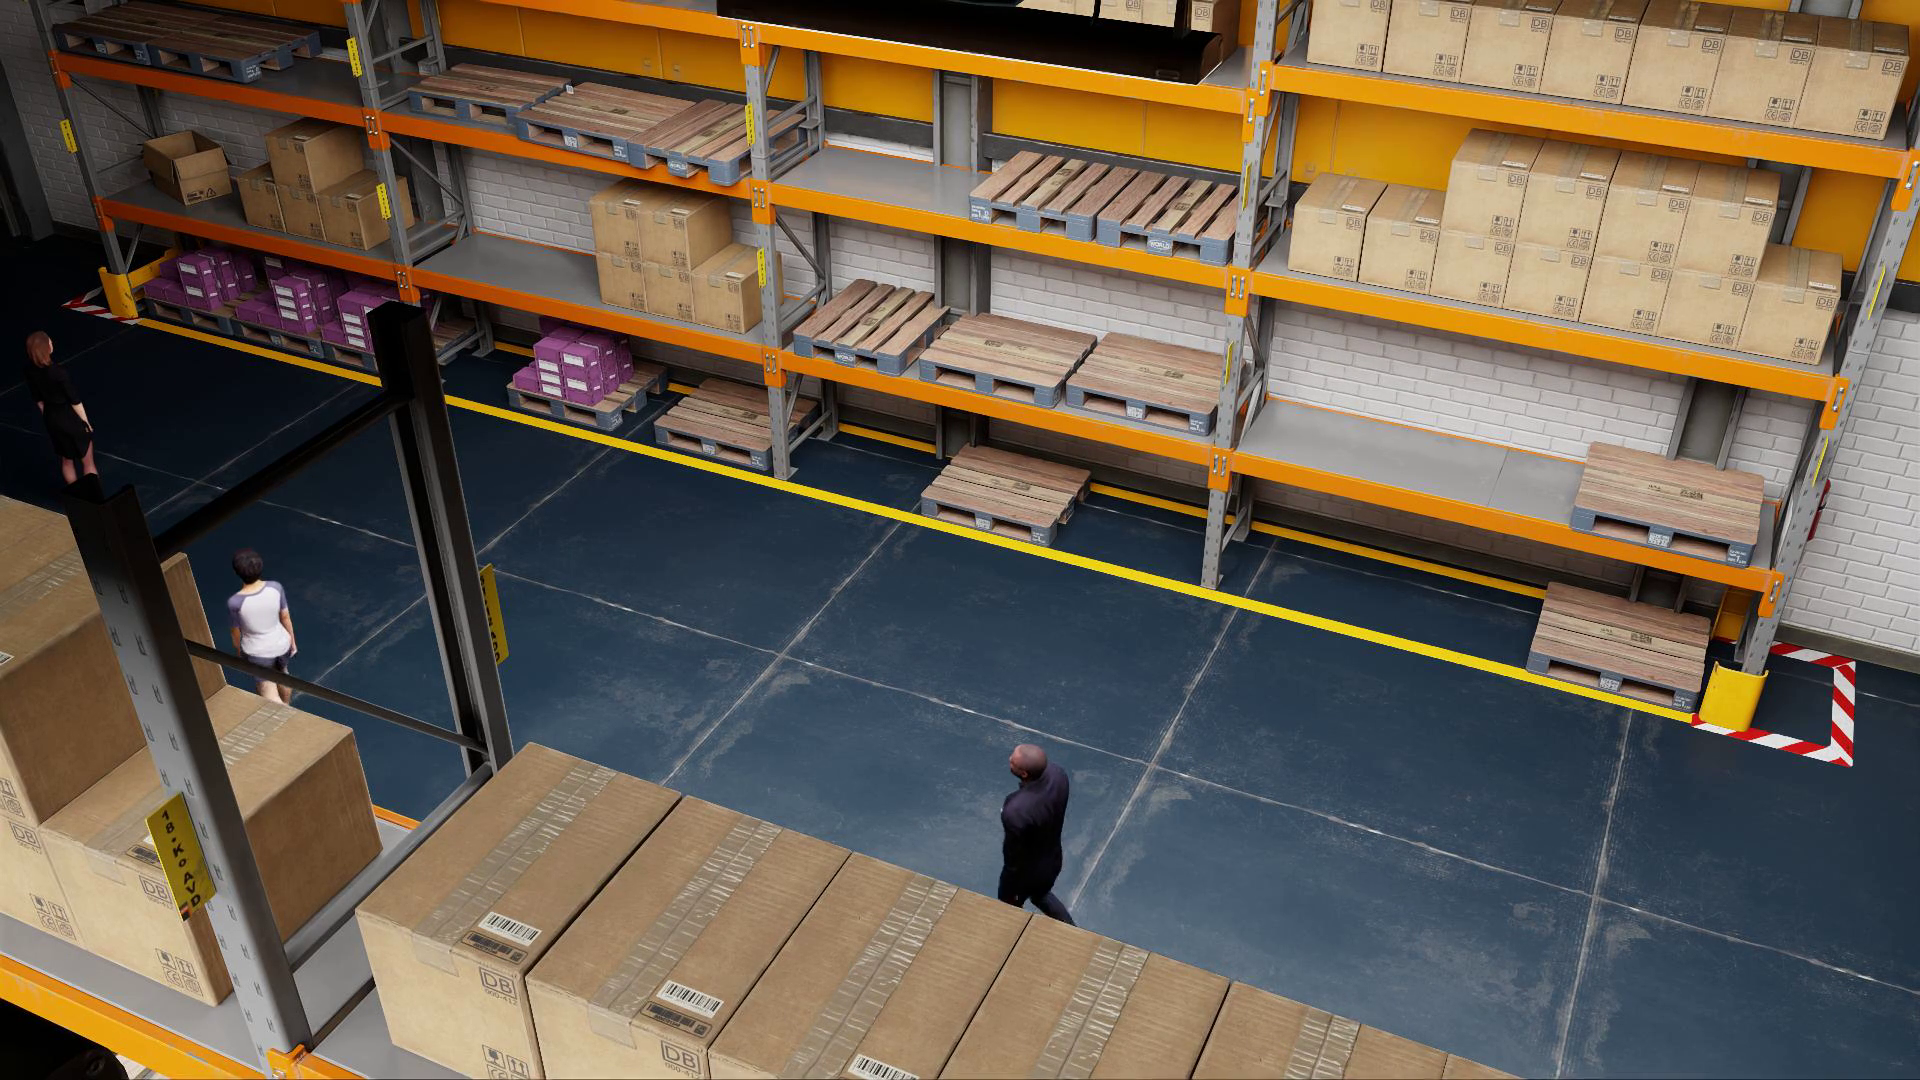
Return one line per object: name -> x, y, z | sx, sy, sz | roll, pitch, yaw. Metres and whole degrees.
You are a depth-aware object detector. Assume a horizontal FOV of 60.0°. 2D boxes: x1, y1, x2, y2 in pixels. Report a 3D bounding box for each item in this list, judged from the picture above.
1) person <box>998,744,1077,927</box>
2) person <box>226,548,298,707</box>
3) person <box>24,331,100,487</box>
person -> 0.481, 1.902, 9.598 | 1.089, 1.798, 0.854 | 23, 40, 31
person -> -4.791, 0.769, 11.538 | 1.043, 1.537, 0.745 | 26, 41, 33
person -> -7.534, -0.976, 14.010 | 0.493, 1.706, 0.680 | 8, 34, 12
